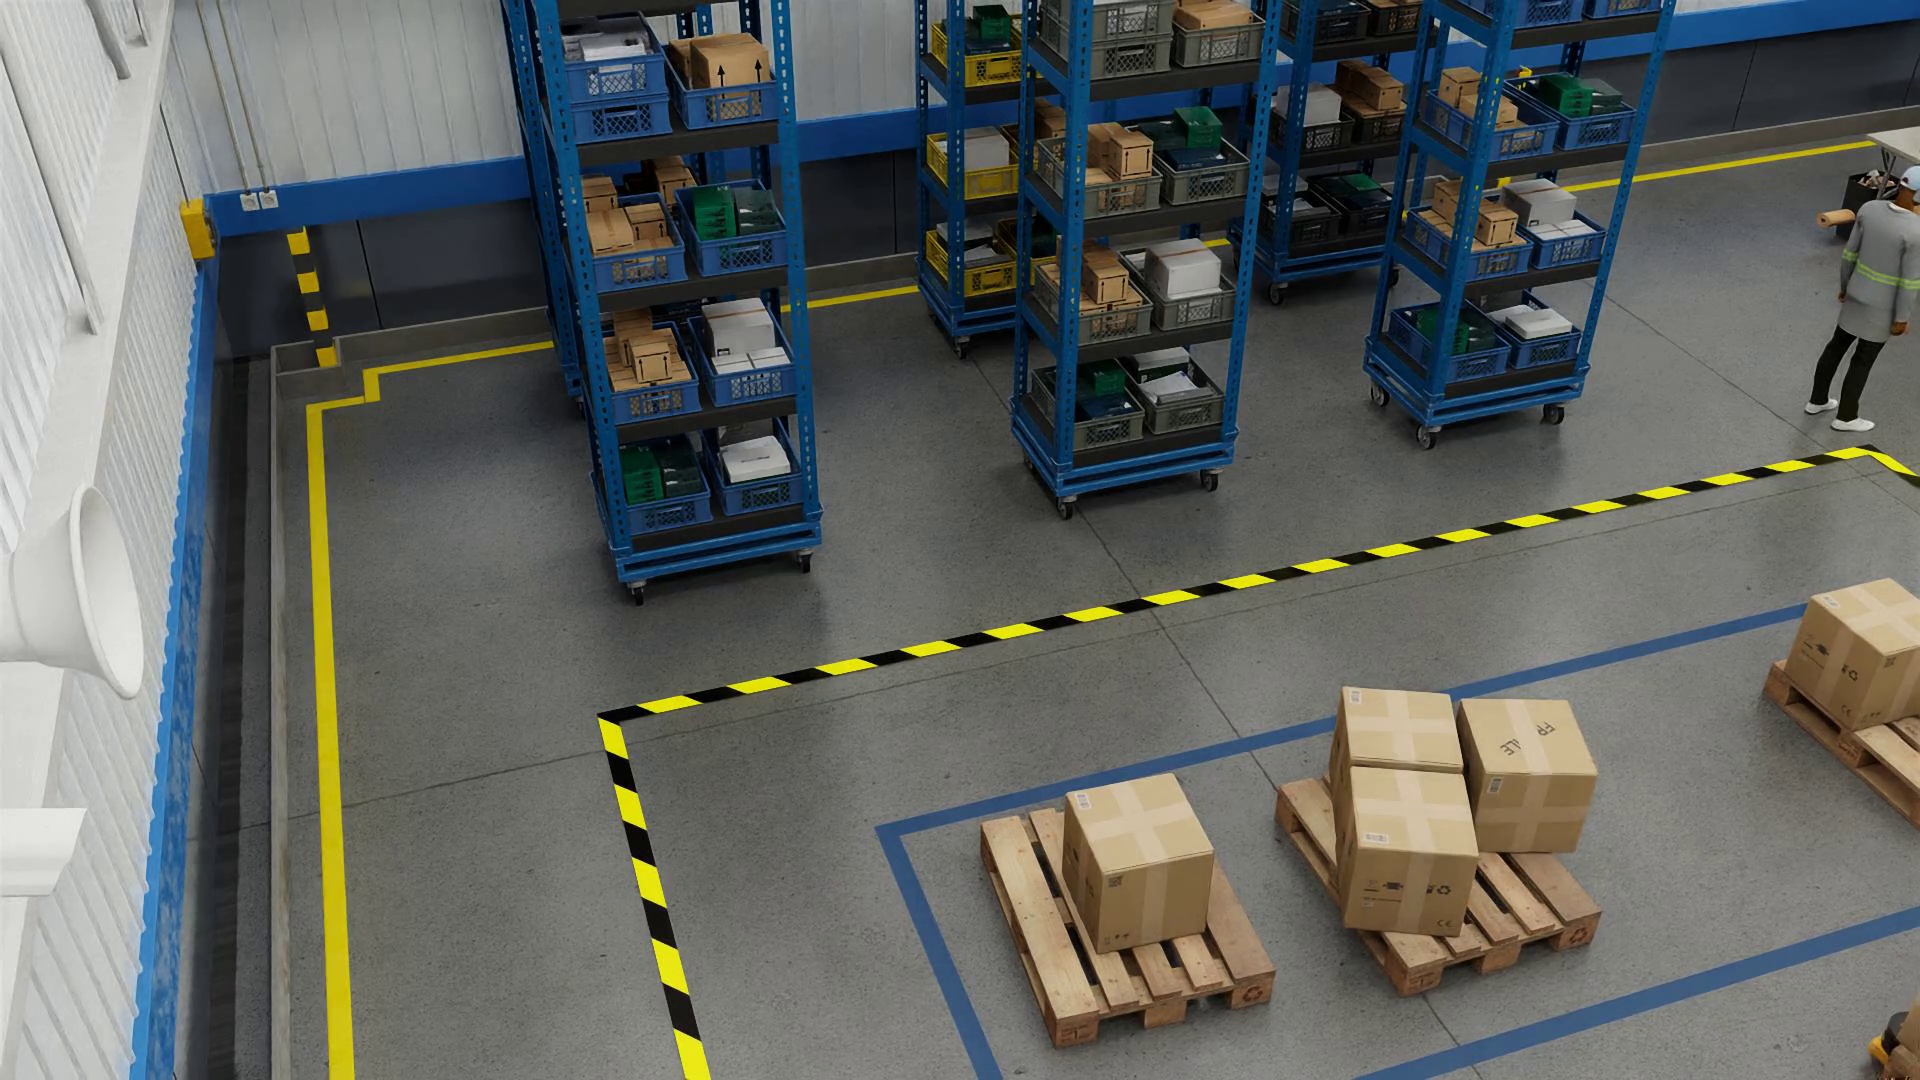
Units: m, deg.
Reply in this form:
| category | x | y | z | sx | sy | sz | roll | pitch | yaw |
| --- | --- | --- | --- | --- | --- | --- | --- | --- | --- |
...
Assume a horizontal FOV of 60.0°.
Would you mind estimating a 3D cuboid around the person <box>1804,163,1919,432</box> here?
| category | x | y | z | sx | sy | sz | roll | pitch | yaw |
| --- | --- | --- | --- | --- | --- | --- | --- | --- | --- |
| person | 6.031 | -1.590 | 10.939 | 0.396 | 1.848 | 0.587 | -11 | 37 | -15 |

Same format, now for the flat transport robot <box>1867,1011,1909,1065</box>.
| category | x | y | z | sx | sy | sz | roll | pitch | yaw |
| --- | --- | --- | --- | --- | --- | --- | --- | --- | --- |
| flat transport robot | 4.494 | 2.377 | 6.662 | 0.652 | 0.197 | 1.431 | -17 | 39 | -23 |
